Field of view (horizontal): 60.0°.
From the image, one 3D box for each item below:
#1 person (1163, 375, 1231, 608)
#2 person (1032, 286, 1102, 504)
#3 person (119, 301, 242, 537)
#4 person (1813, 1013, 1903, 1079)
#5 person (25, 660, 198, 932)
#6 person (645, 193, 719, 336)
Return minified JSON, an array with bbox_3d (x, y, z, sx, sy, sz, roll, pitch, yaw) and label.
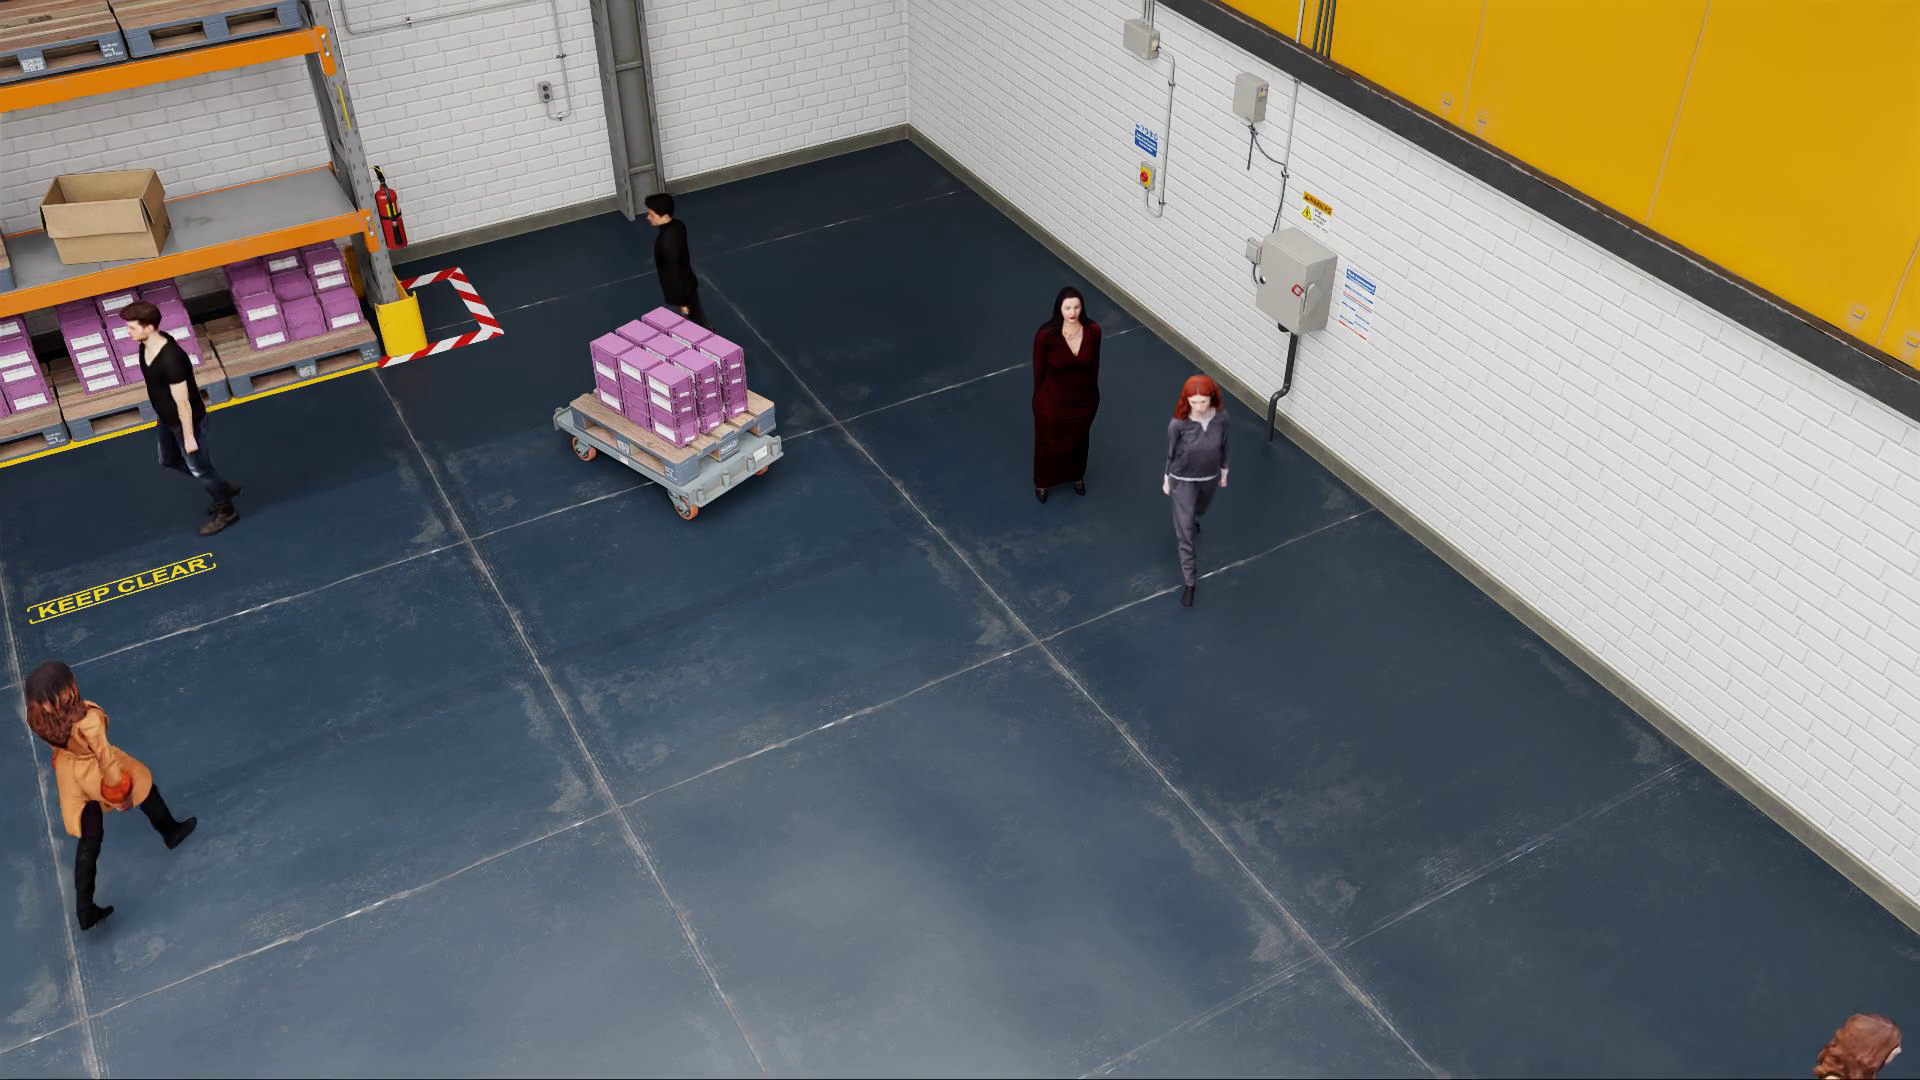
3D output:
[{"bbox_3d":[1.559,-0.441,11.241,1.102,1.738,0.924,-11,40,-13],"label":"person"},{"bbox_3d":[0.755,-1.052,11.991,0.618,1.757,0.775,-10,40,-12],"label":"person"},{"bbox_3d":[-5.374,-0.887,11.682,0.759,1.885,0.764,-30,48,-32],"label":"person"},{"bbox_3d":[3.698,2.636,7.410,1.138,1.711,1.119,11,40,14],"label":"person"},{"bbox_3d":[-4.735,1.377,9.014,1.177,1.676,1.243,10,40,12],"label":"person"},{"bbox_3d":[-2.164,-1.988,13.226,1.182,1.677,1.089,8,39,10],"label":"person"}]
